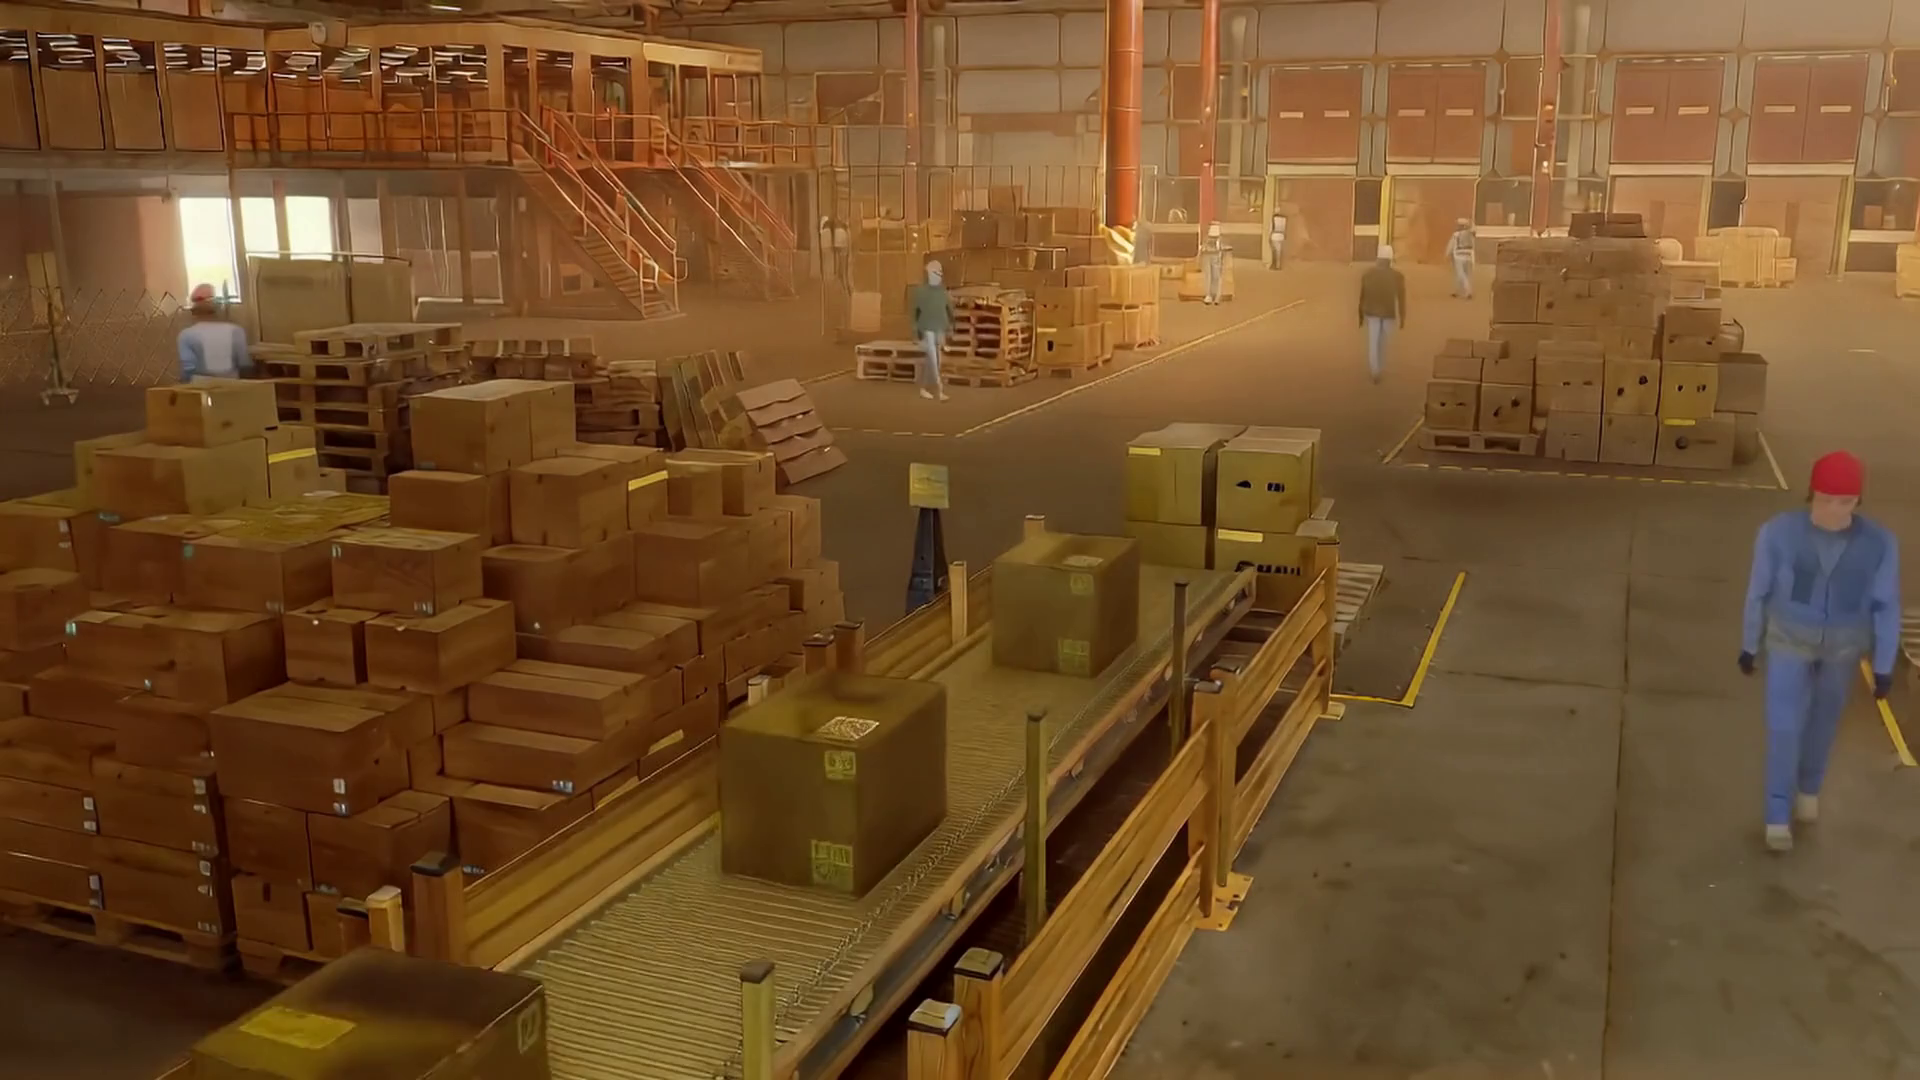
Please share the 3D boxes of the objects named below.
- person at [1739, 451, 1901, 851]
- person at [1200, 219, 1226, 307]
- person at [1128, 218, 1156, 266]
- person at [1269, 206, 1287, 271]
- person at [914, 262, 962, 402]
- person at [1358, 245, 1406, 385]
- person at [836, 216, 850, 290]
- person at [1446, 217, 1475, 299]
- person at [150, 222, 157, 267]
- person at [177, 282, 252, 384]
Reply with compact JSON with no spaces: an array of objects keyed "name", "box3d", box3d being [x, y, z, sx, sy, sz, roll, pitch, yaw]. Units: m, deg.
[{"name":"person","box3d":[3.842,0.495,7.438,0.619,1.779,0.941,5,13,20]},{"name":"person","box3d":[5.618,-6.155,36.951,0.364,1.928,0.586,-11,17,-41]},{"name":"person","box3d":[4.207,-6.468,38.442,0.630,1.893,0.775,4,13,18]},{"name":"person","box3d":[9.494,-9.019,49.774,0.549,1.936,0.376,-3,13,-14]},{"name":"person","box3d":[-0.293,-2.731,21.833,0.541,1.815,0.969,-8,15,-32]},{"name":"person","box3d":[5.983,-3.155,23.439,0.627,1.946,0.981,-1,13,-4]},{"name":"person","box3d":[-2.919,-7.262,42.114,0.429,1.839,0.633,-3,13,-12]},{"name":"person","box3d":[11.865,-6.623,39.113,0.593,1.913,0.932,-6,14,-25]},{"name":"person","box3d":[-22.999,-8.458,47.304,0.401,1.906,0.651,-6,14,-24]},{"name":"person","box3d":[-6.638,-1.289,14.905,0.733,2.025,0.621,12,17,44]}]
